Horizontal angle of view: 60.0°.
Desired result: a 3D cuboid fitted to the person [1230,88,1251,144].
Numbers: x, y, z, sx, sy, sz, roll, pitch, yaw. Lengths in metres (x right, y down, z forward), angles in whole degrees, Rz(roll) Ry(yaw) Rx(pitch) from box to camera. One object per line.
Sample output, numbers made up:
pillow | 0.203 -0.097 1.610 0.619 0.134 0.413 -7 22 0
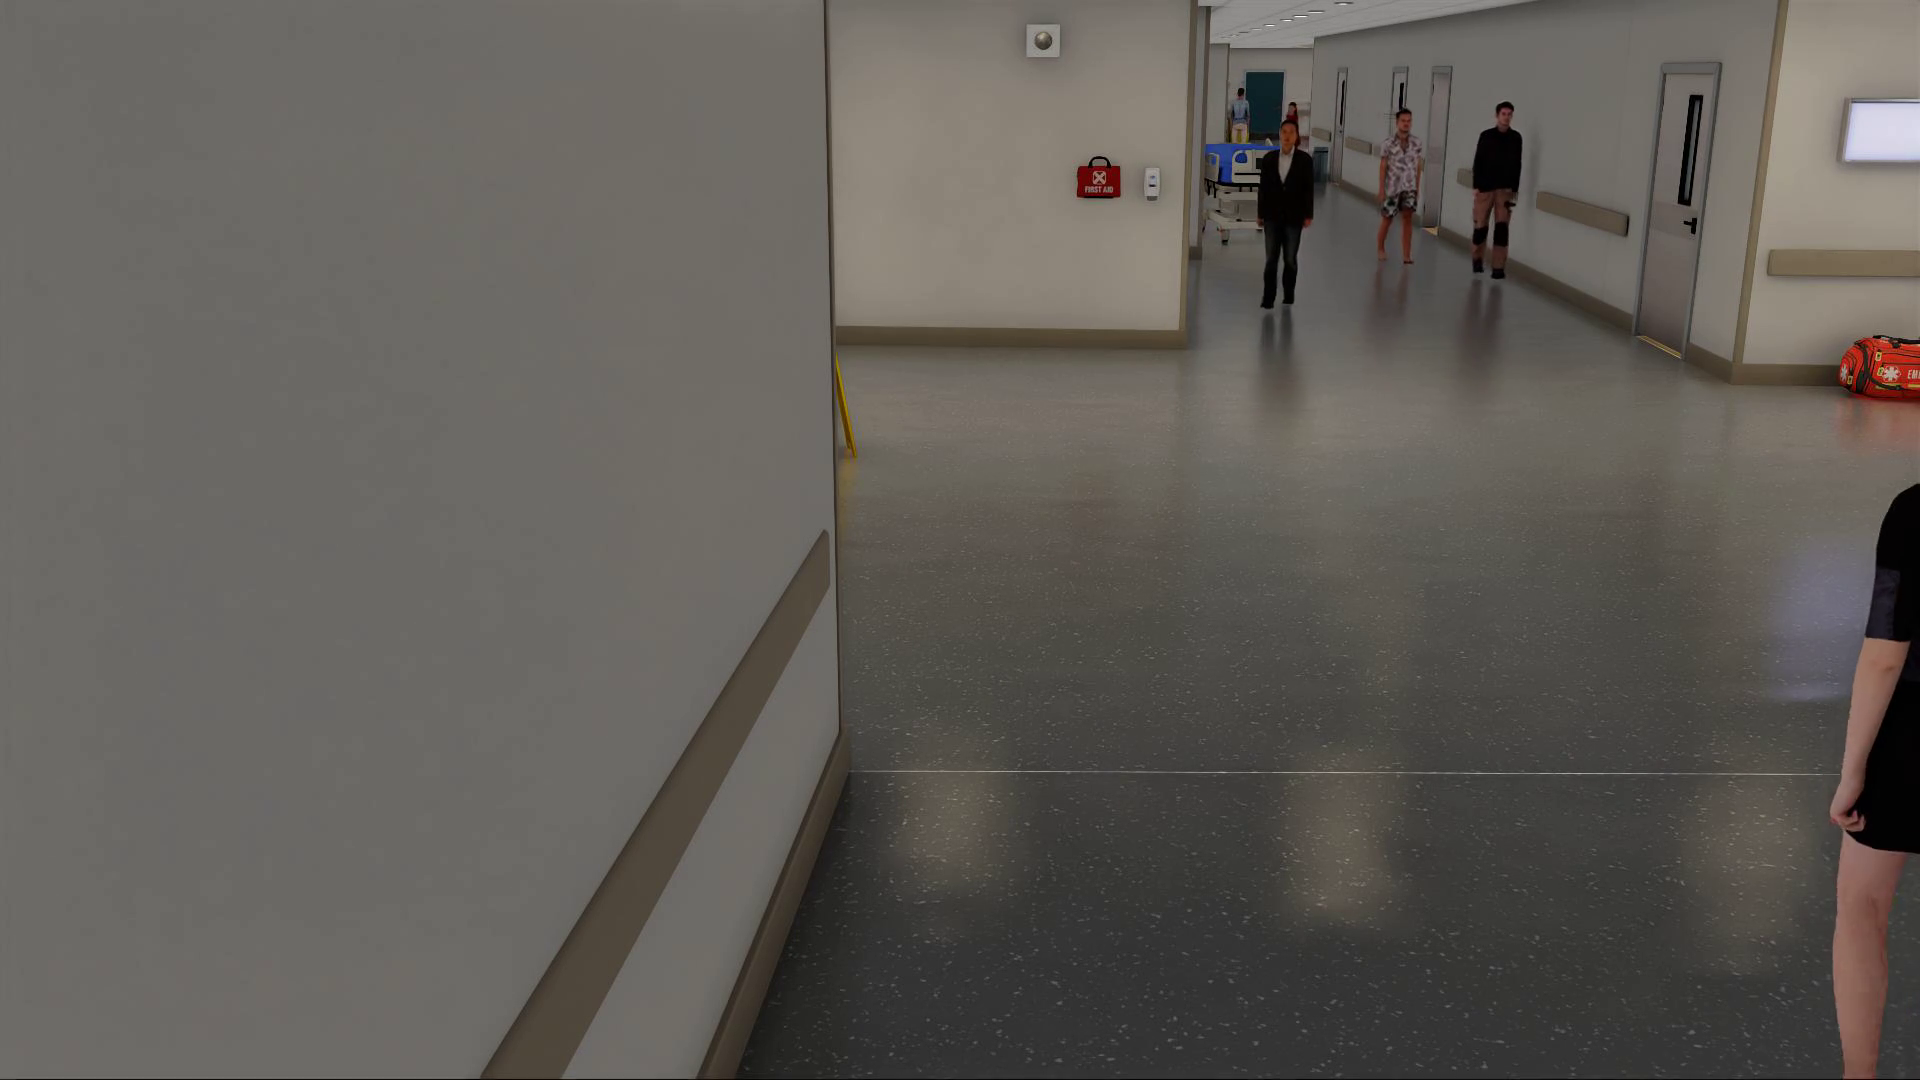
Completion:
person | 6.975 -10.324 41.467 0.588 1.848 0.763 6 17 20

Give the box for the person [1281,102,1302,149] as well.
person | 7.863 -9.512 39.180 1.048 1.520 1.014 -14 21 -41

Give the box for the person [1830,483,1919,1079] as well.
person | 1.885 0.504 3.121 0.702 1.815 0.765 6 17 21

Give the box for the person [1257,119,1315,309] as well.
person | 3.168 -3.136 16.119 1.065 1.768 0.926 5 17 18

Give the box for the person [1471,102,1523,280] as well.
person | 5.898 -3.848 18.433 1.164 1.883 0.775 2 16 7

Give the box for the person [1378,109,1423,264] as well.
person | 5.203 -4.196 19.860 1.103 1.779 0.818 0 16 -1
